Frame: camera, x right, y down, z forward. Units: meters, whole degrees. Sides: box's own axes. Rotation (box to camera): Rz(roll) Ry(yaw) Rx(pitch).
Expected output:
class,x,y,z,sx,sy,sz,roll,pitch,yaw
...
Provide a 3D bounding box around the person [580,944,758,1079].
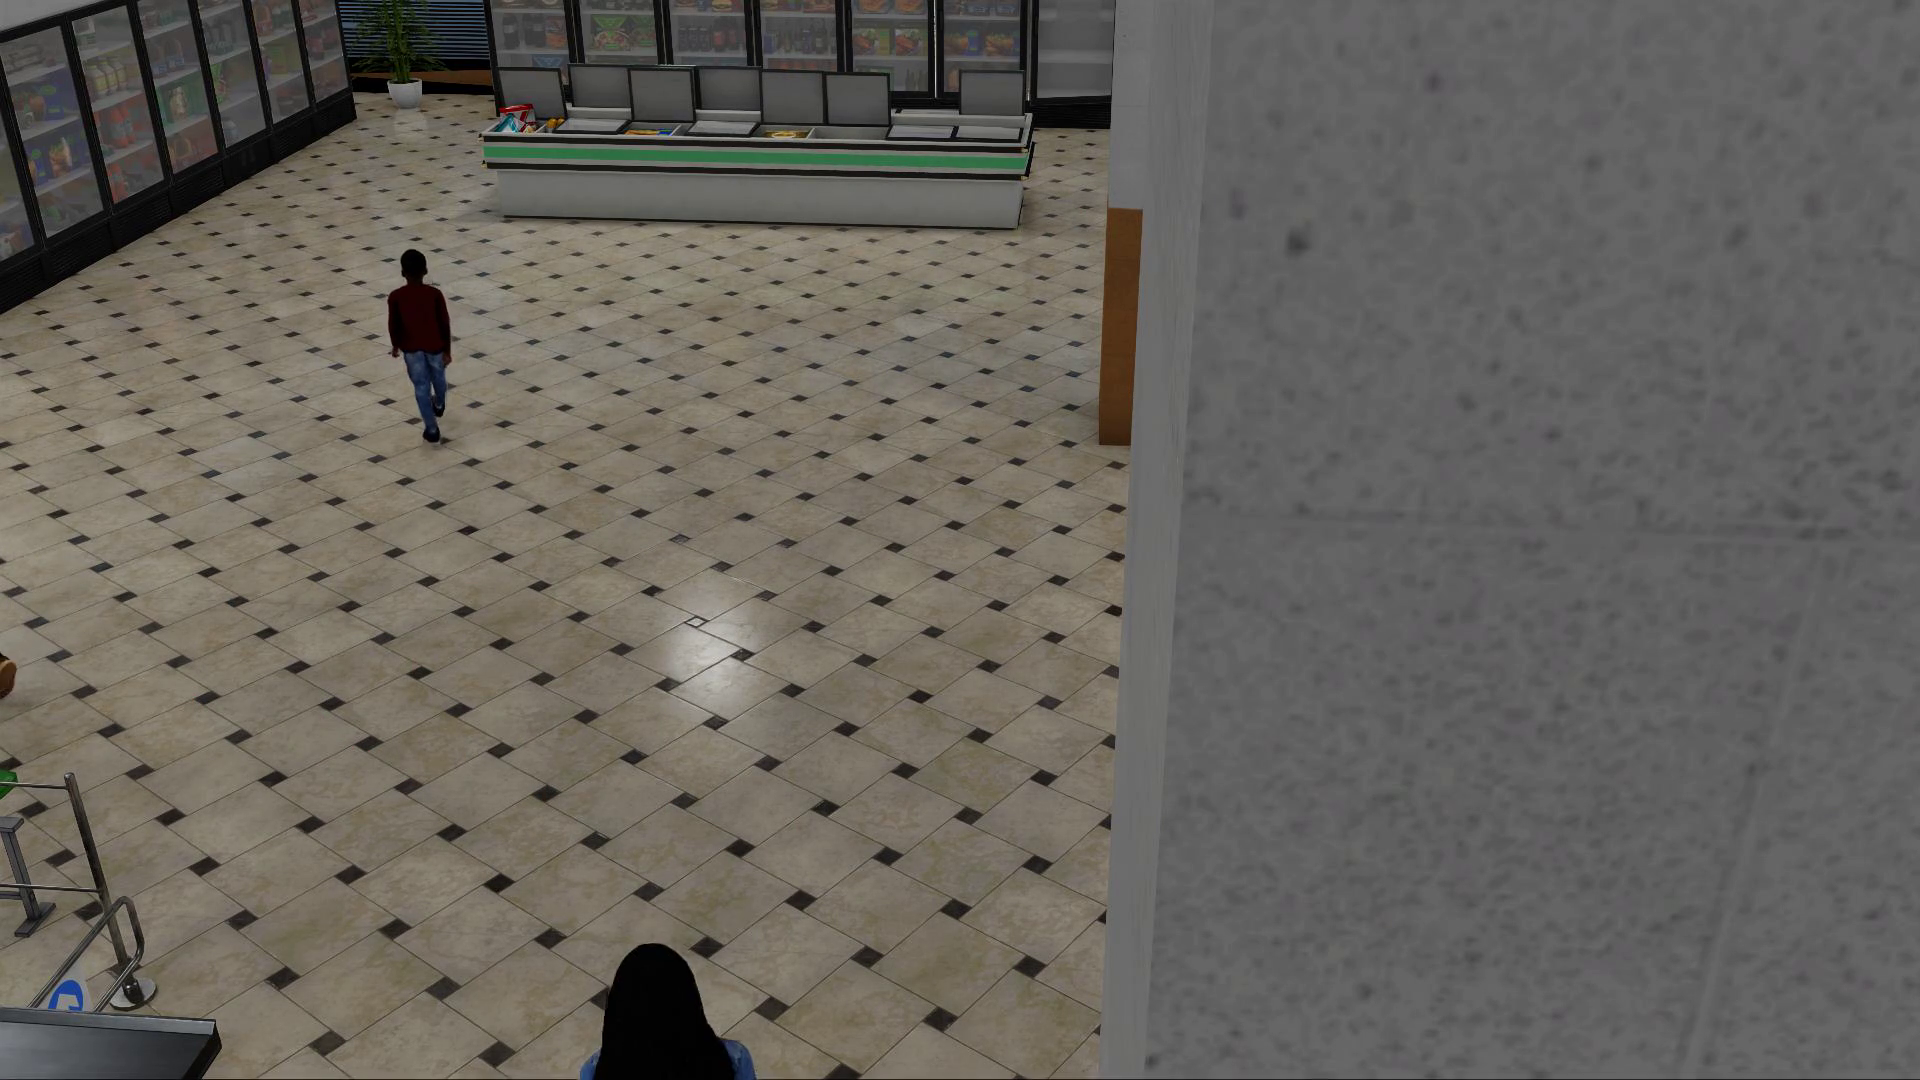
class,x,y,z,sx,sy,sz,roll,pitch,yaw
person,-0.691,1.768,4.191,0.765,1.703,0.753,-2,27,-3

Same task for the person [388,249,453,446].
class,x,y,z,sx,sy,sz,roll,pitch,yaw
person,-3.403,-1.198,10.573,0.877,1.220,0.843,-13,30,-24
